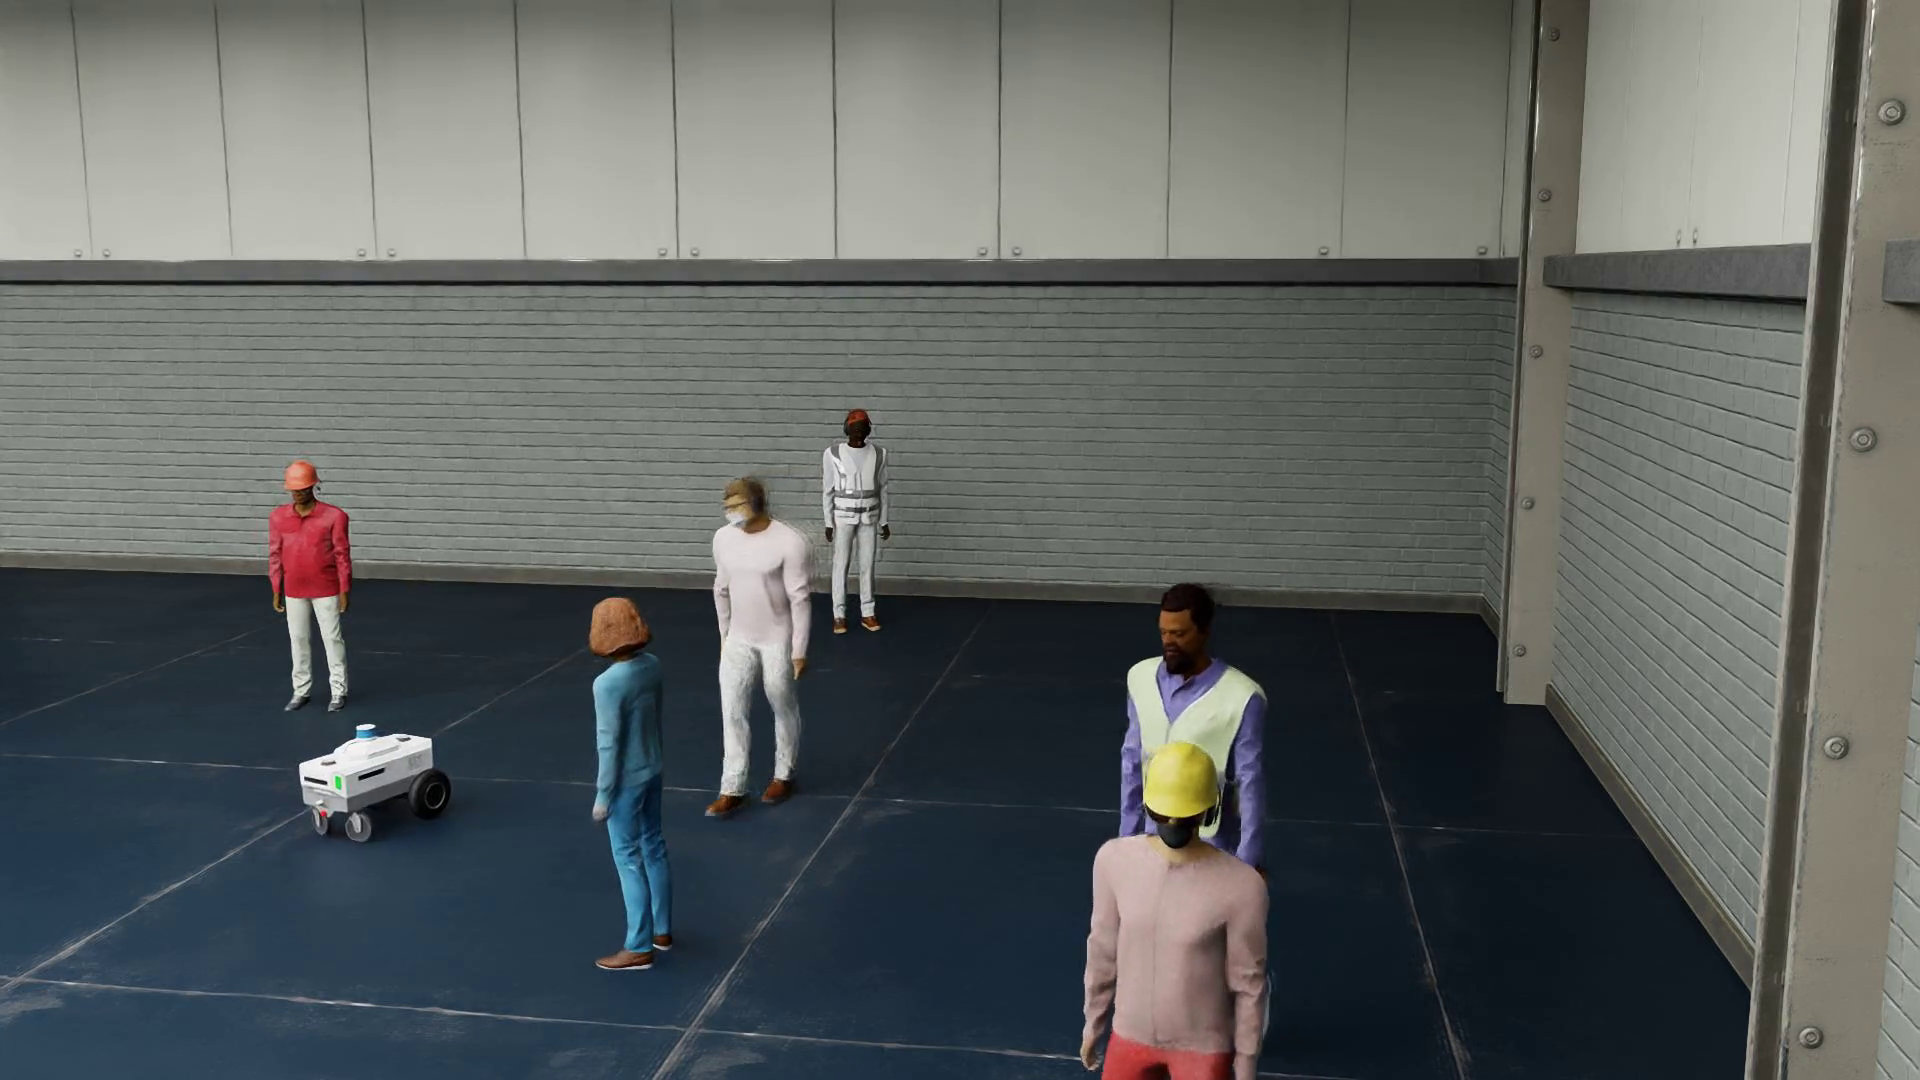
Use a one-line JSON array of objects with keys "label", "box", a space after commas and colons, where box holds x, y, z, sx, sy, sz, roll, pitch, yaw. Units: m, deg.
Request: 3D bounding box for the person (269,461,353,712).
[{"label": "person", "box": [-4.474, 0.321, 11.437, 0.570, 1.743, 0.352, 0, 9, 2]}]

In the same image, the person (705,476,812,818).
[{"label": "person", "box": [-1.151, 0.602, 9.233, 0.659, 1.889, 0.878, 4, 10, 23]}]

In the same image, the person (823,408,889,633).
[{"label": "person", "box": [-0.869, -0.162, 13.969, 0.573, 1.887, 0.356, -4, 10, -21]}]

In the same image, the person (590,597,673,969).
[{"label": "person", "box": [-1.442, 1.054, 7.253, 0.269, 1.630, 0.507, 3, 10, 17]}]

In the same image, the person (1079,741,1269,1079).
[{"label": "person", "box": [0.623, 1.397, 4.739, 0.542, 1.750, 0.577, 5, 10, 28]}]

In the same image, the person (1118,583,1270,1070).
[{"label": "person", "box": [0.892, 1.082, 6.260, 0.550, 1.904, 0.602, -9, 13, -44]}]

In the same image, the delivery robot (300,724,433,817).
[{"label": "delivery robot", "box": [-3.229, 1.250, 9.069, 0.477, 0.478, 0.707, 5, 11, 28]}]
